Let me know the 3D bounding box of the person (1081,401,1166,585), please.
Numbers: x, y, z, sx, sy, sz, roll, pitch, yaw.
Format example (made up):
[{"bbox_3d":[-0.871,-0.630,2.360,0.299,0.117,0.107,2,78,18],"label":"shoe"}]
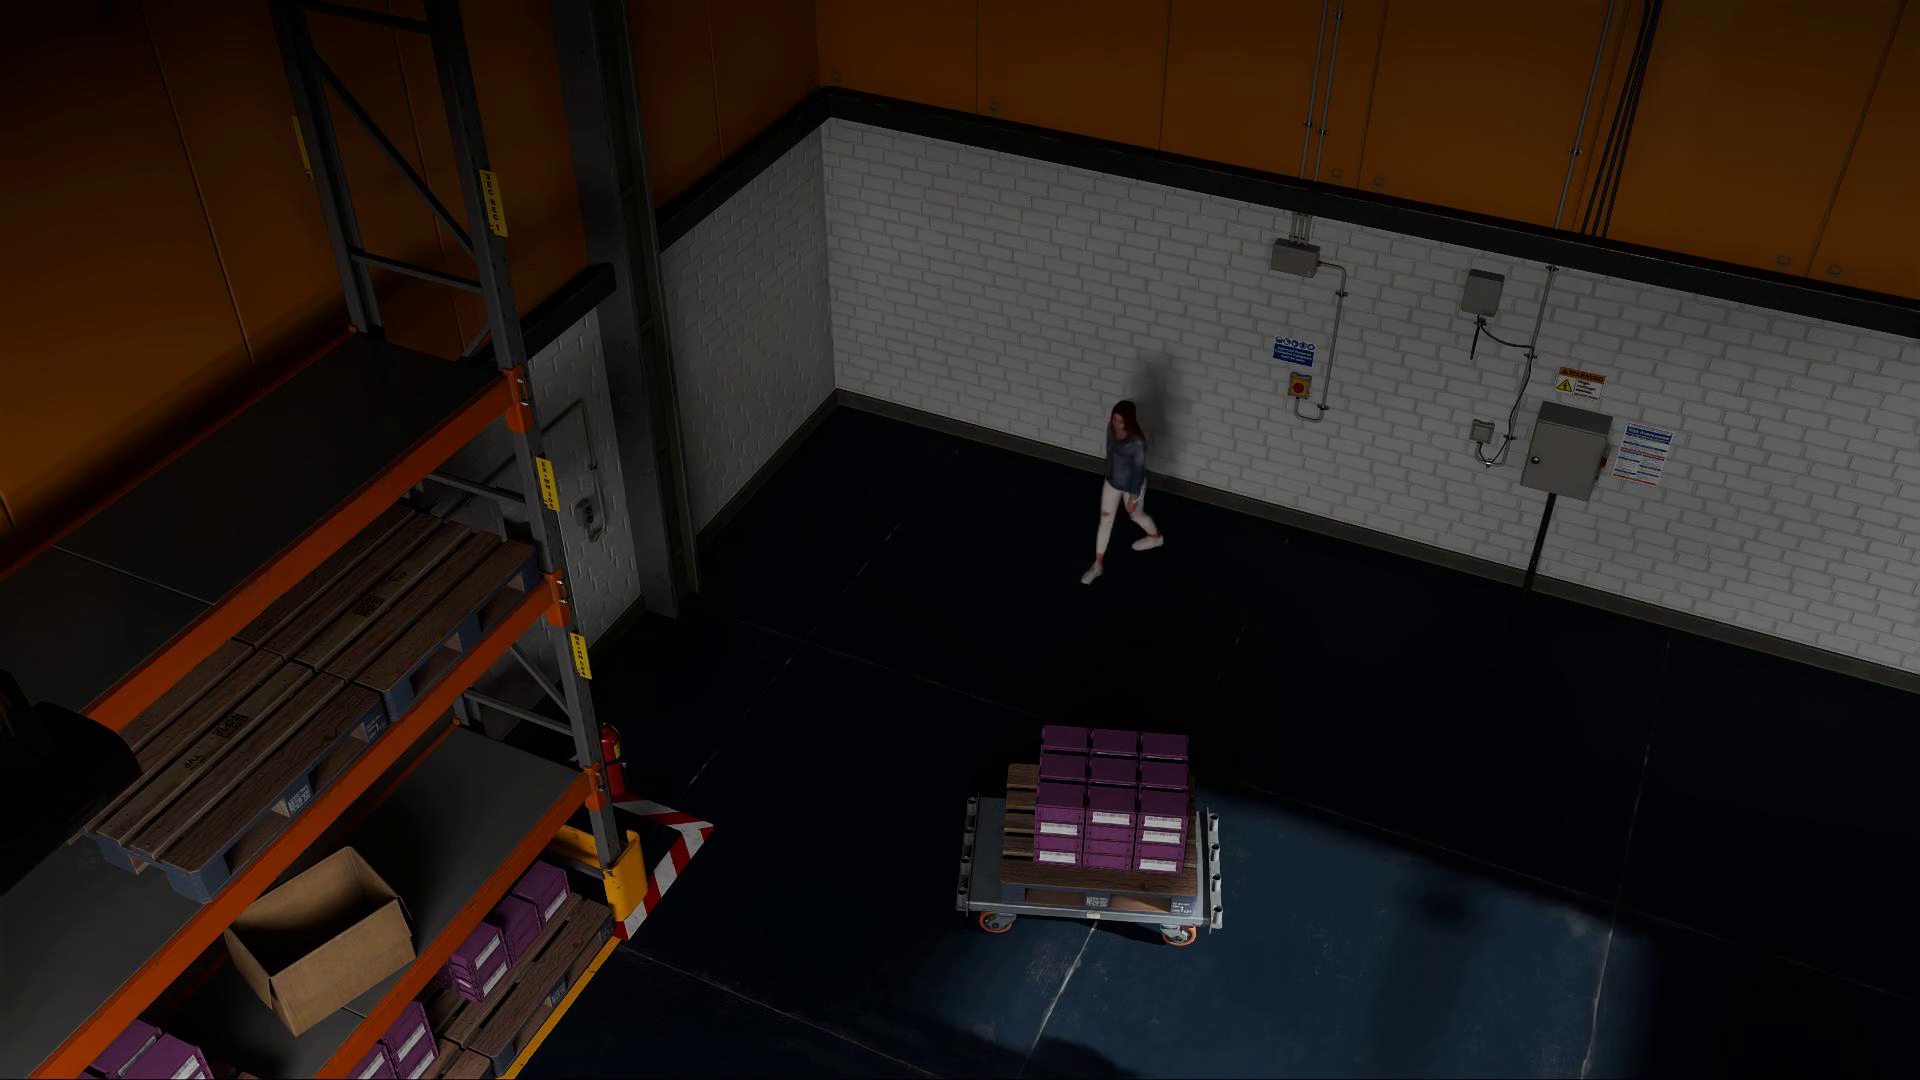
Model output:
[{"bbox_3d":[1.344,-0.451,12.937,1.191,1.647,0.940,-22,44,-25],"label":"person"}]
